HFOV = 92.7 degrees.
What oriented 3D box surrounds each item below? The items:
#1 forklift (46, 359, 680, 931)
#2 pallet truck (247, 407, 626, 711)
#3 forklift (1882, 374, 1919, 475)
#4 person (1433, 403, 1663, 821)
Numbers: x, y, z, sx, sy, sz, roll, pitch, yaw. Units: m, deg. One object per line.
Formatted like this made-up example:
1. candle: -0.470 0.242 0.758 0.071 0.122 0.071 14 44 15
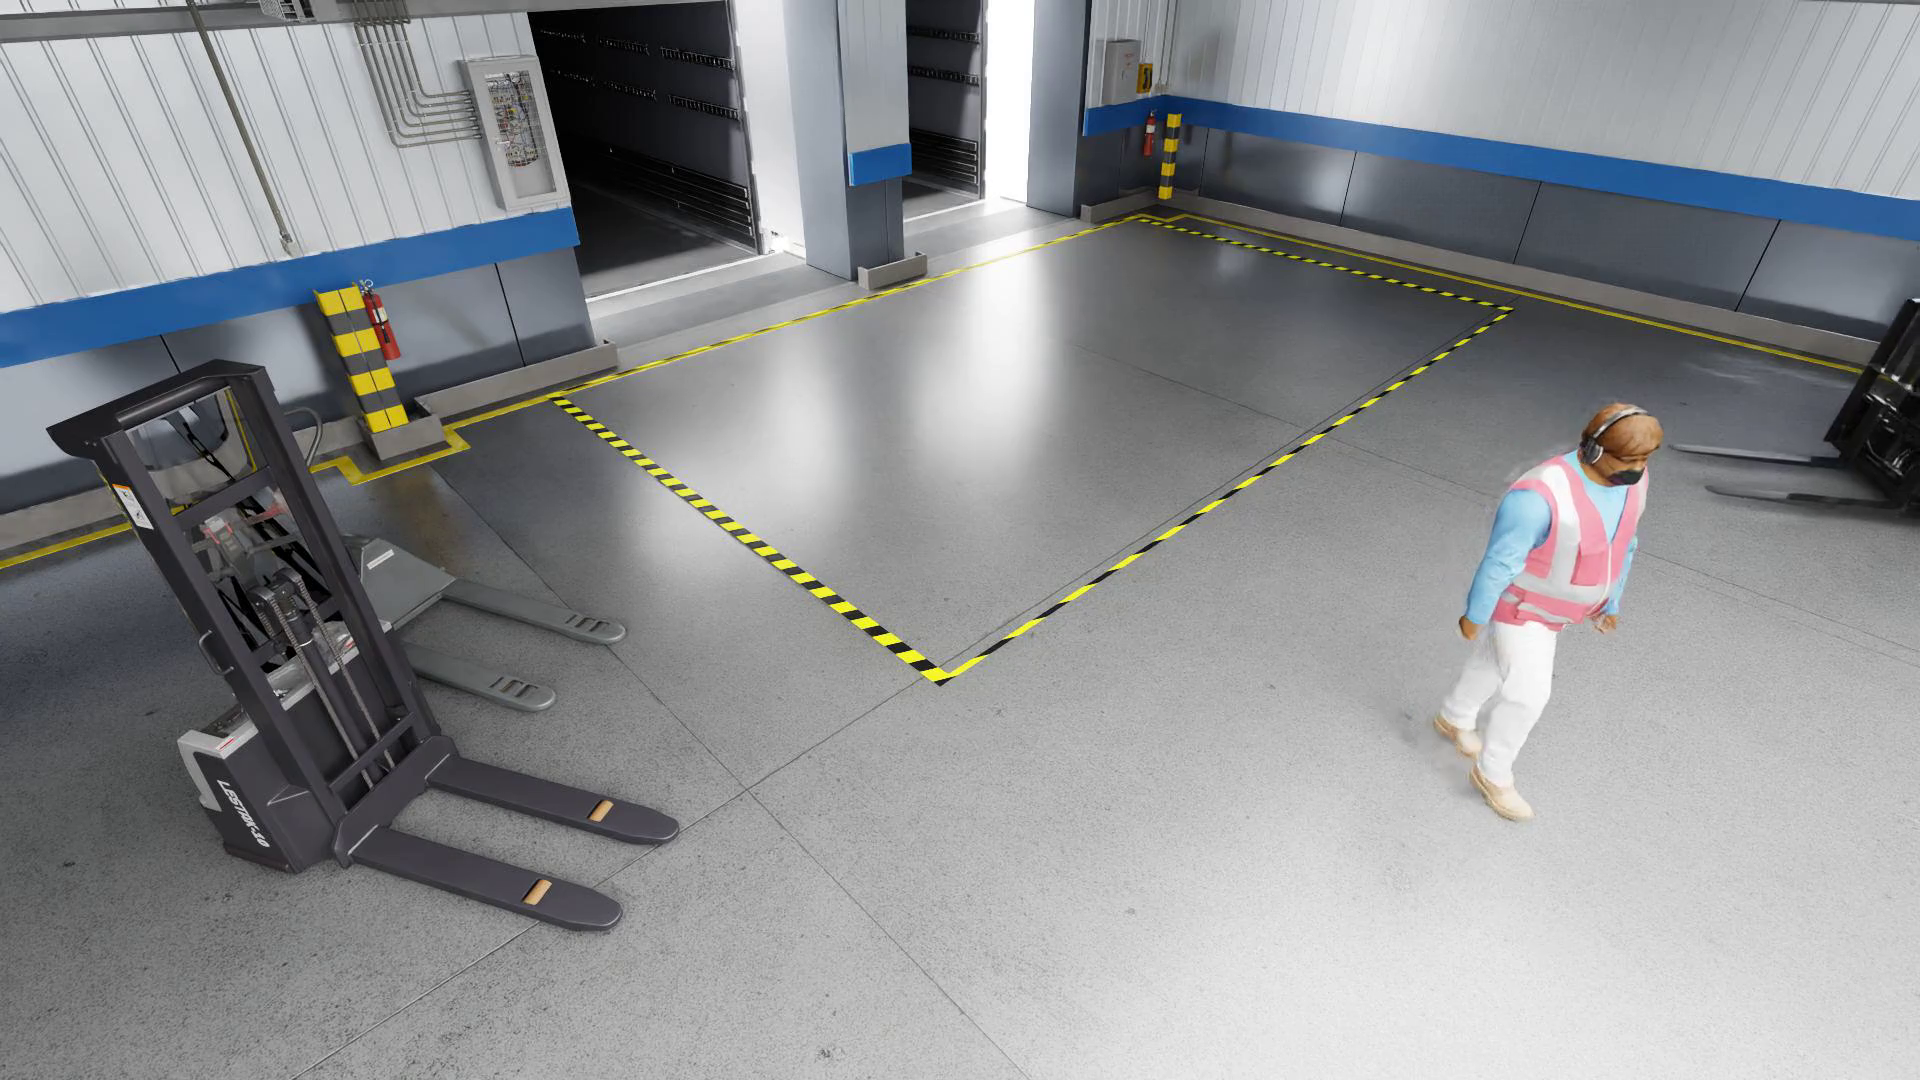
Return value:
1. forklift: -2.135 0.422 3.354 1.885 1.965 0.823 10 35 14
2. pallet truck: -2.628 0.038 4.590 1.601 1.201 0.680 12 36 18
3. forklift: 7.258 -1.054 5.209 2.680 2.036 1.157 7 35 10
4. person: 2.400 0.300 3.687 0.636 1.816 0.616 -15 37 -21
